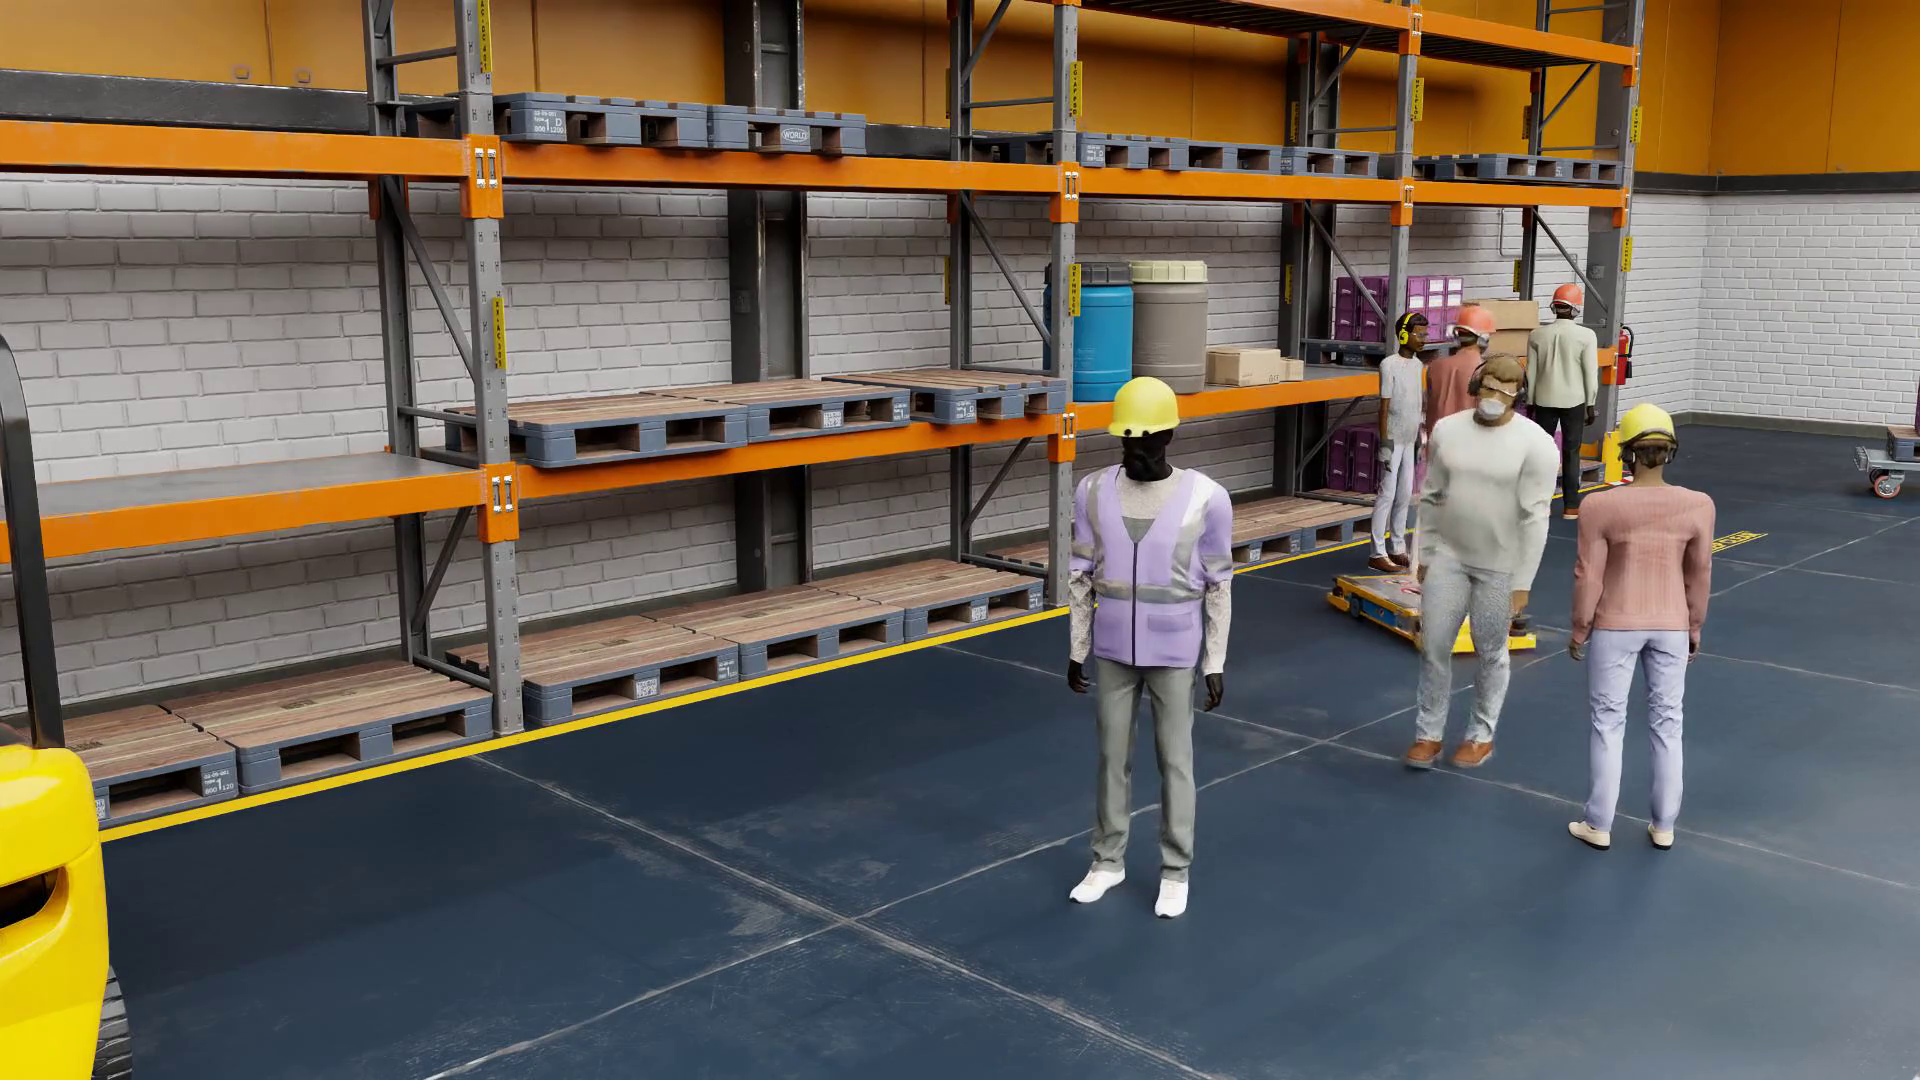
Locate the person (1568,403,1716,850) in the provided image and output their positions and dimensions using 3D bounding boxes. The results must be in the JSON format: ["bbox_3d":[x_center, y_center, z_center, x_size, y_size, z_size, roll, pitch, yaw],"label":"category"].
[{"bbox_3d":[2.646,0.349,6.507,0.522,1.764,0.318,1,10,3],"label":"person"}]

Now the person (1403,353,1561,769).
[{"bbox_3d":[2.297,0.122,7.353,0.665,1.902,0.623,10,14,42],"label":"person"}]

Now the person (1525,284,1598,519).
[{"bbox_3d":[5.126,-1.177,14.184,0.608,1.996,0.379,8,13,38],"label":"person"}]

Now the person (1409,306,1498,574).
[{"bbox_3d":[3.340,-0.580,11.079,1.038,1.939,0.626,-9,14,-40],"label":"person"}]

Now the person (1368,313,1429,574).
[{"bbox_3d":[3.166,-0.692,11.922,0.508,1.860,0.334,-10,14,-42],"label":"person"}]

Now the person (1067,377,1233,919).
[{"bbox_3d":[0.651,0.382,5.875,0.594,1.922,0.385,5,11,25],"label":"person"}]

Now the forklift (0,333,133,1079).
[{"bbox_3d":[-3.289,0.485,4.582,1.214,2.155,2.313,-10,14,-44],"label":"forklift"}]

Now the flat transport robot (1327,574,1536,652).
[{"bbox_3d":[2.850,0.421,10.175,0.652,0.197,1.431,-2,11,-12],"label":"flat transport robot"}]
